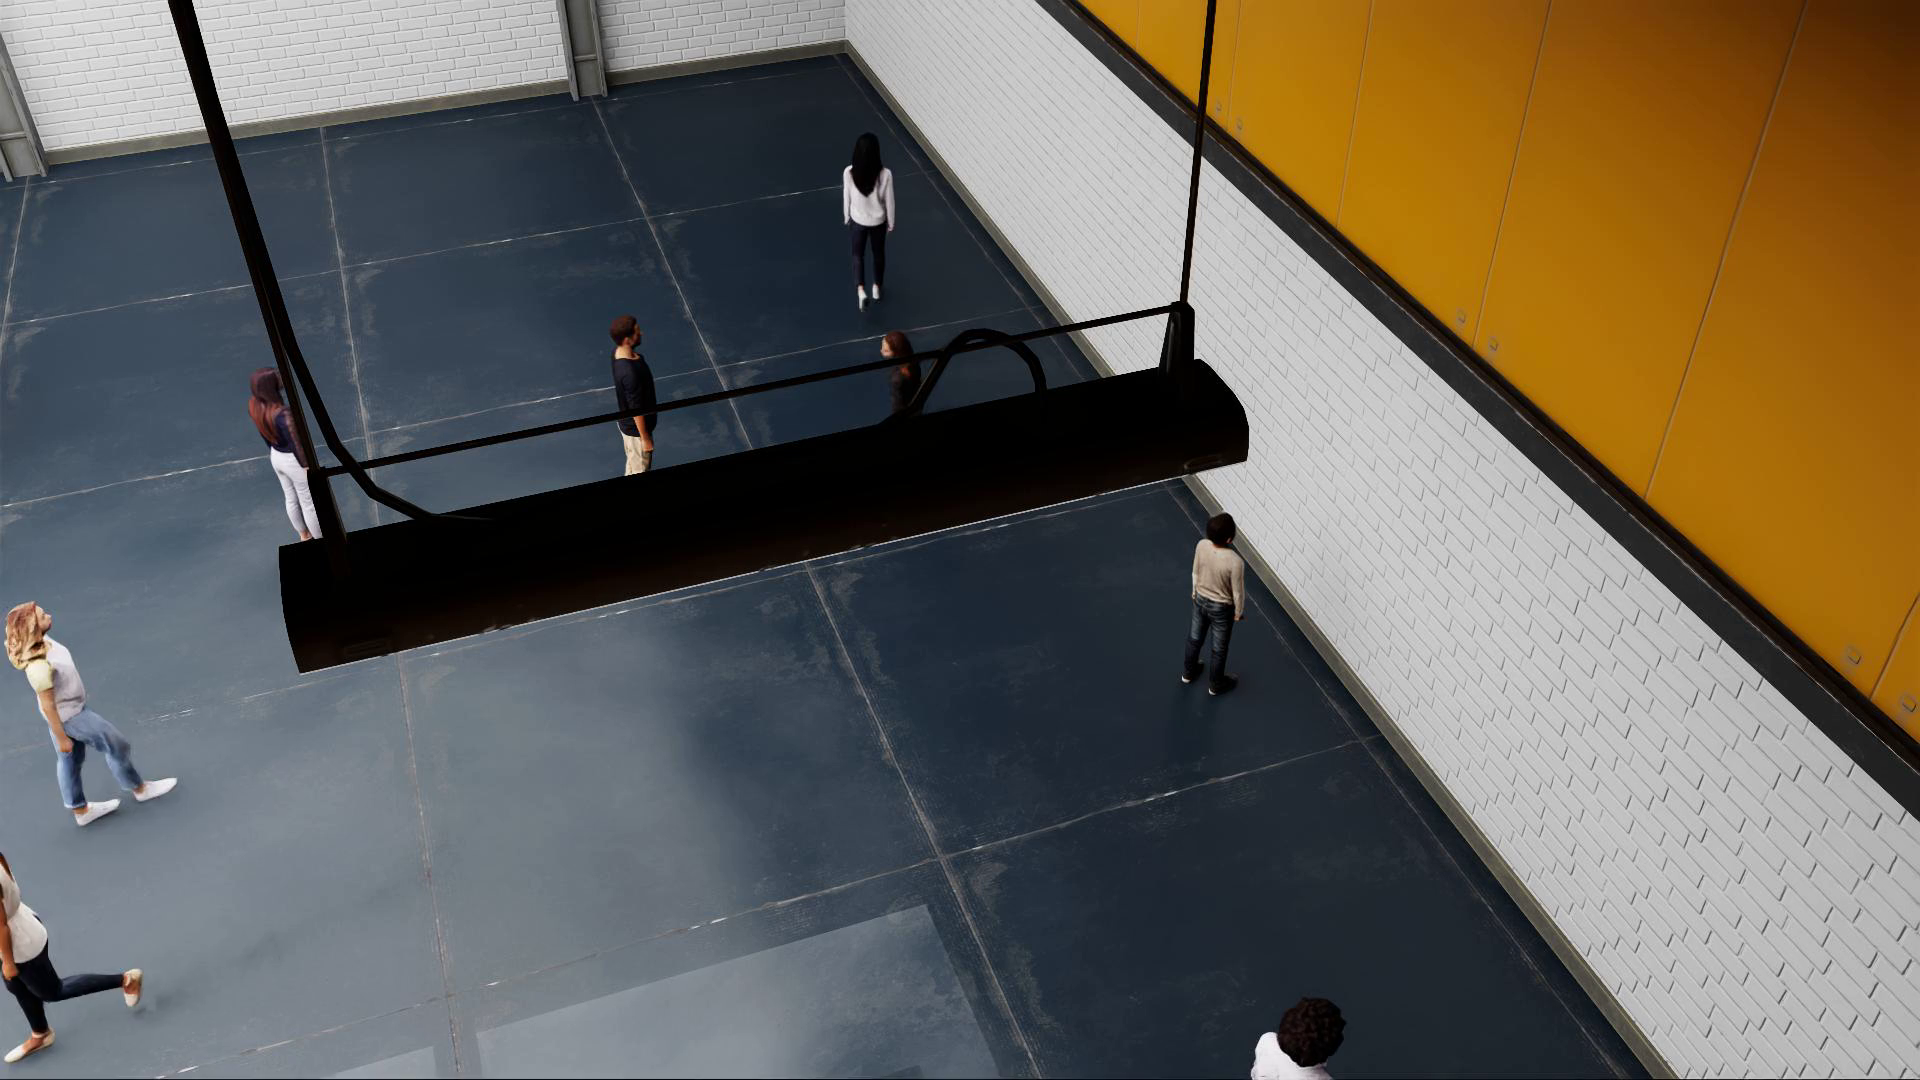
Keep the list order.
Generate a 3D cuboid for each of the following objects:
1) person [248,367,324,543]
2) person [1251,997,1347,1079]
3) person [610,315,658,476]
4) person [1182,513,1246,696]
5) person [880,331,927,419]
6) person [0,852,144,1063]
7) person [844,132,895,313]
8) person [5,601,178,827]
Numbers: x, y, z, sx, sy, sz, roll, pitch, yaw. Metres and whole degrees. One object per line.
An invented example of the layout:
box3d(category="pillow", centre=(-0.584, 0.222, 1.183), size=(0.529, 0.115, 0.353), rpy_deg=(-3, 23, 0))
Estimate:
box3d(category="person", centre=(-4.928, -0.592, 12.309), size=(0.686, 1.607, 0.714), rpy_deg=(24, 44, 27))
box3d(category="person", centre=(1.498, 2.824, 7.894), size=(0.951, 1.779, 1.205), rpy_deg=(30, 48, 32))
box3d(category="person", centre=(-2.429, -0.858, 12.446), size=(0.540, 1.851, 0.630), rpy_deg=(-12, 40, -15))
box3d(category="person", centre=(1.700, 0.423, 11.152), size=(0.628, 1.465, 0.650), rpy_deg=(28, 46, 30))
box3d(category="person", centre=(-0.334, -1.008, 12.974), size=(1.059, 1.427, 0.845), rpy_deg=(6, 39, 7))
box3d(category="person", centre=(-4.928, 2.077, 8.837), size=(1.086, 1.769, 0.828), rpy_deg=(-27, 46, -30))
box3d(category="person", centre=(-0.841, -2.850, 15.078), size=(0.954, 1.680, 0.861), rpy_deg=(0, 39, -1))
box3d(category="person", centre=(-5.524, 1.102, 10.110), size=(0.940, 1.704, 0.766), rpy_deg=(-23, 44, -26))
